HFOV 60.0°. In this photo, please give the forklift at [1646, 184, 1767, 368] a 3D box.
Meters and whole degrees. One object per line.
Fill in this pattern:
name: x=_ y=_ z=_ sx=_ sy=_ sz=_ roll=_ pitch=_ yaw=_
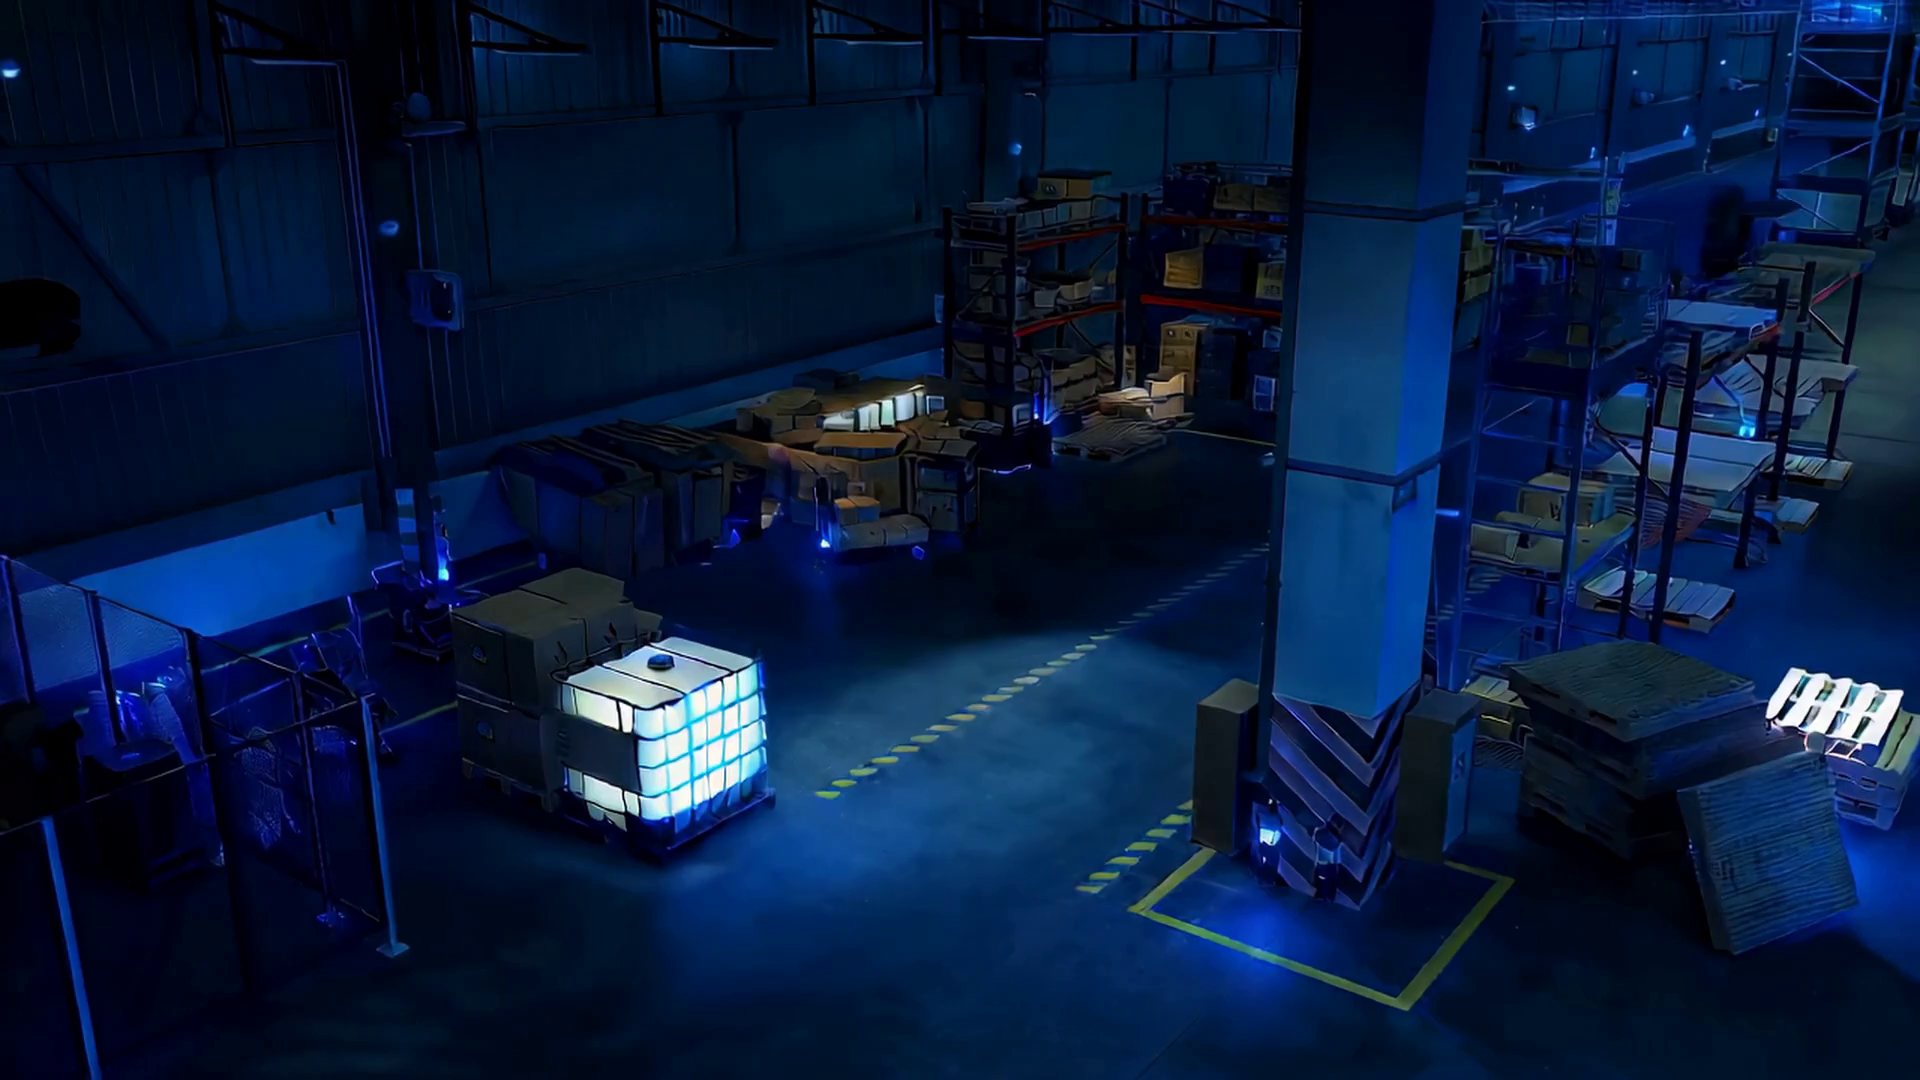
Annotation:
forklift: x=12.075 y=-4.269 z=26.683 sx=1.873 sy=2.768 sz=1.129 roll=13 pitch=22 yaw=34
